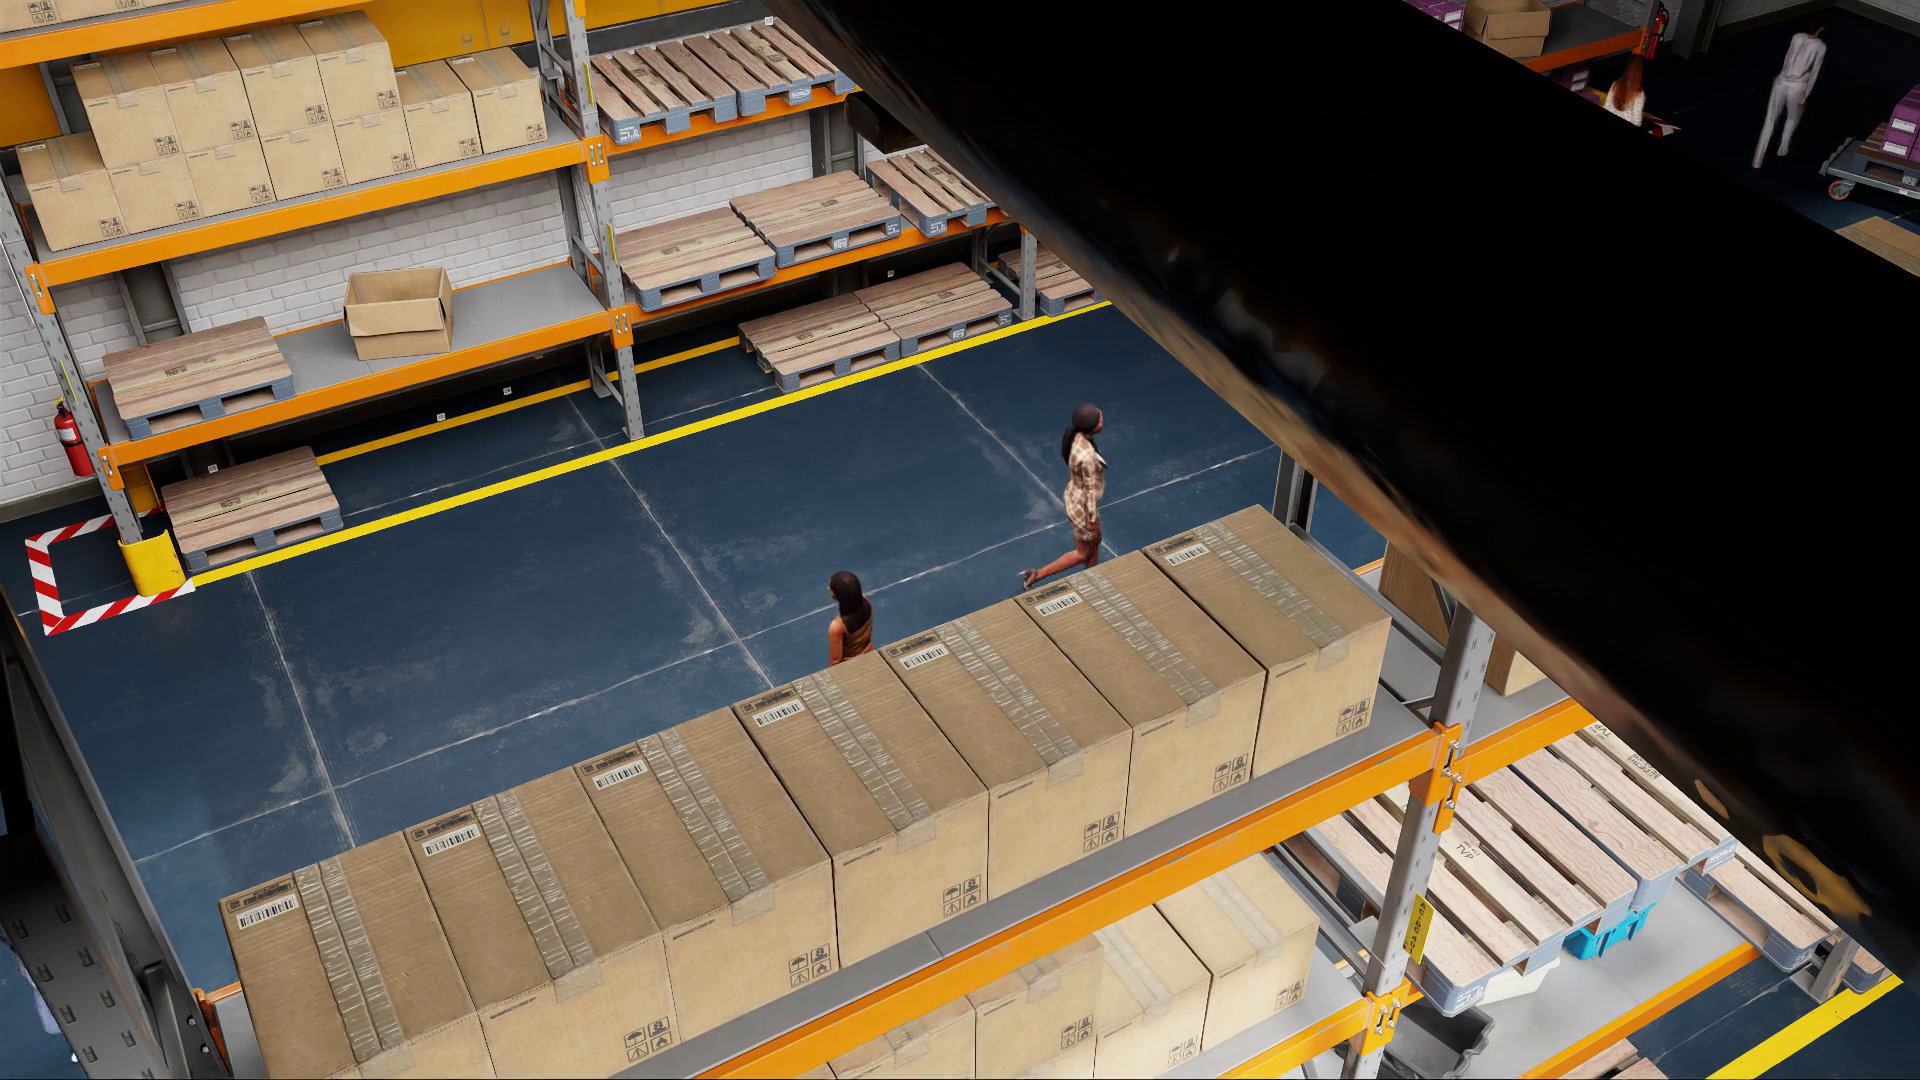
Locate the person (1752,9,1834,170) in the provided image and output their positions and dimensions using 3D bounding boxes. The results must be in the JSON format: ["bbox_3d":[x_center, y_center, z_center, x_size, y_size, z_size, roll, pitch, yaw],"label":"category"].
[{"bbox_3d":[8.952,-4.838,18.003,0.760,1.744,0.993,30,47,32],"label":"person"}]

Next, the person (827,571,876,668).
[{"bbox_3d":[-0.691,0.870,10.905,0.704,1.683,0.600,21,43,24],"label":"person"}]

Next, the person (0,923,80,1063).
[{"bbox_3d":[-4.911,2.256,9.138,0.671,1.721,0.673,-27,46,-30],"label":"person"}]

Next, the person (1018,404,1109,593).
[{"bbox_3d":[0.833,-0.207,12.181,1.048,1.773,0.822,-5,39,-7],"label":"person"}]

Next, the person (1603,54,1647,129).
[{"bbox_3d":[6.723,-4.140,17.170,1.121,1.692,0.582,-20,43,-23],"label":"person"}]
